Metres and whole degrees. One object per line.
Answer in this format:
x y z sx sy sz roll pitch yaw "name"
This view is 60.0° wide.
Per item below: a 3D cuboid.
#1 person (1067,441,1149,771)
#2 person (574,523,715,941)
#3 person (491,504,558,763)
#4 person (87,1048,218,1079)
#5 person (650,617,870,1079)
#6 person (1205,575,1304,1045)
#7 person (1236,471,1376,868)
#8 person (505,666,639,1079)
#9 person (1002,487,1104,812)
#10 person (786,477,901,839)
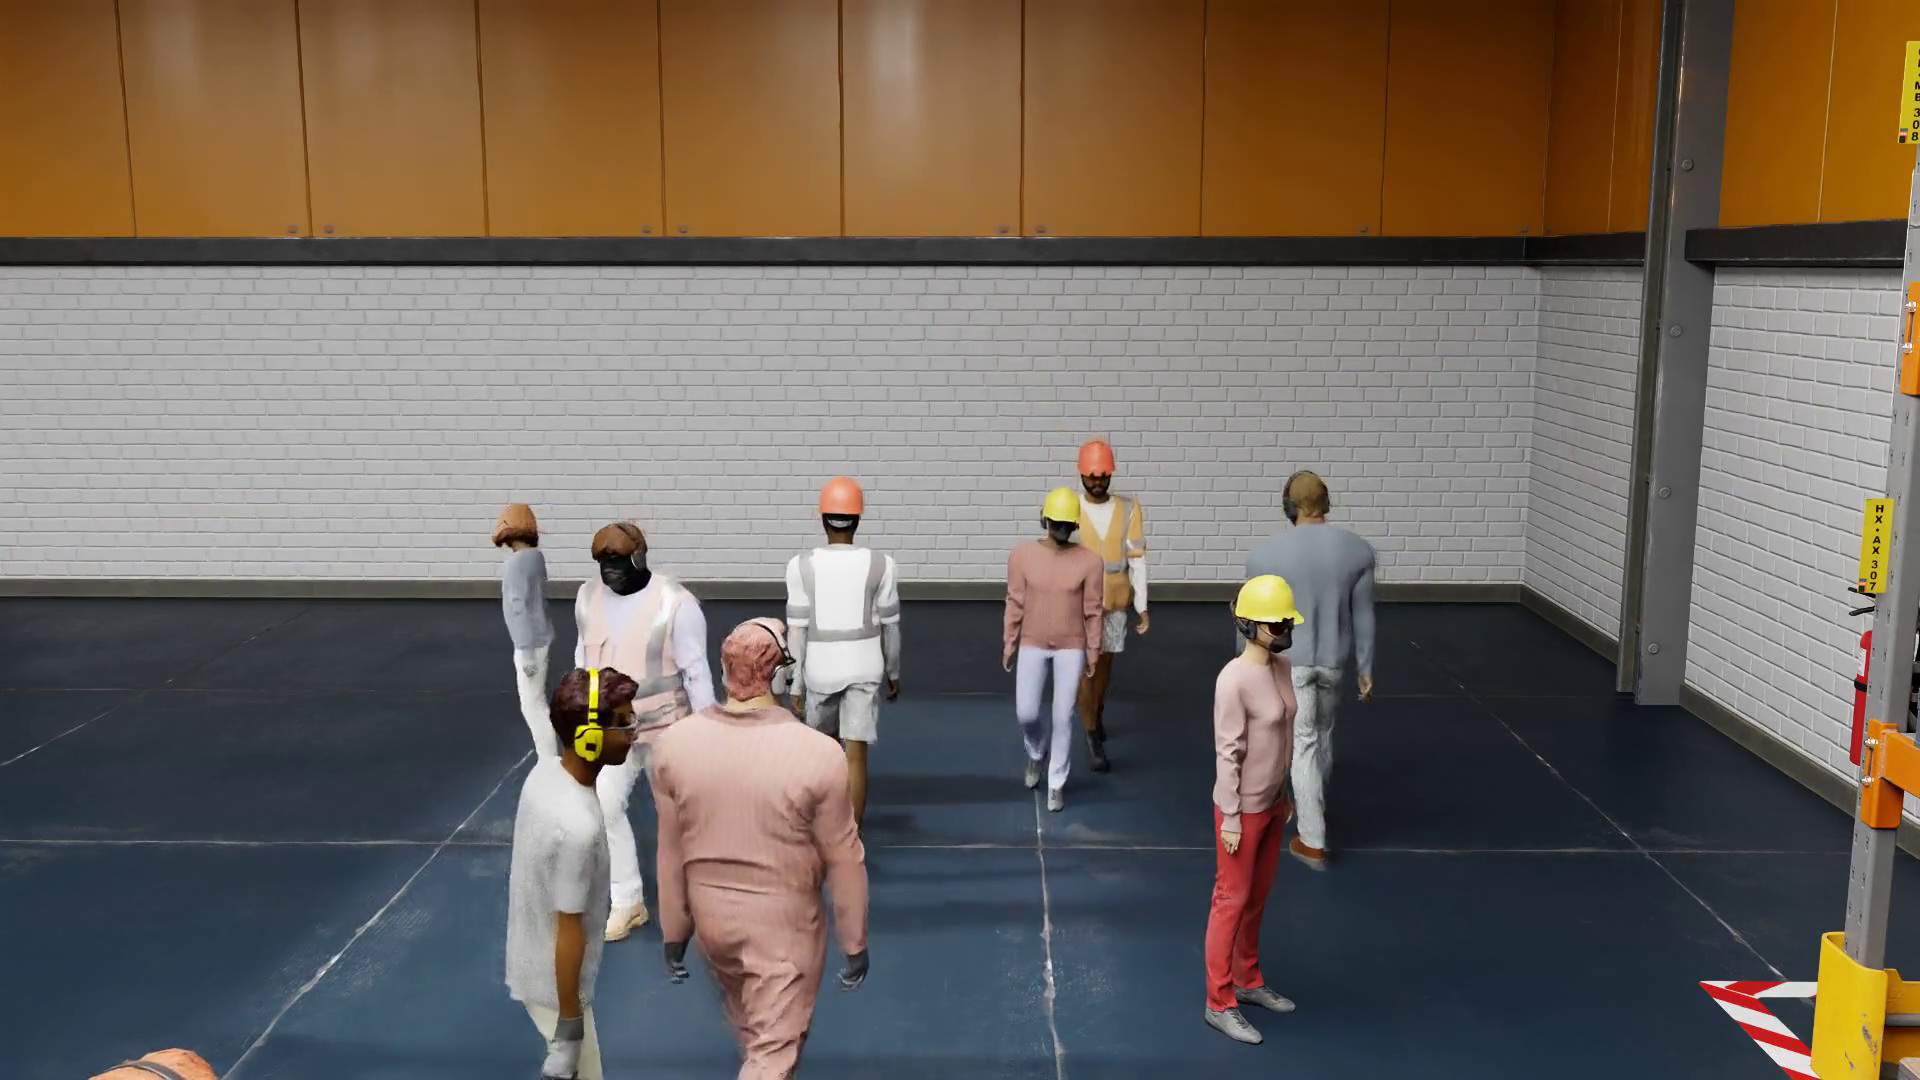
0.817 0.350 9.847 0.546 1.890 0.996 -1 10 -8 "person"
-1.385 0.827 7.194 0.752 1.807 0.712 3 10 18 "person"
-2.373 0.614 9.123 0.385 1.596 0.654 0 9 -2 "person"
-1.080 1.608 2.308 0.574 1.884 0.356 2 10 13 "person"
-0.613 1.162 5.041 0.655 1.869 0.958 4 10 22 "person"
1.134 0.999 6.310 0.316 1.767 0.535 6 11 34 "person"
1.679 0.600 8.273 0.650 1.900 0.870 -2 10 -10 "person"
-1.157 1.250 4.598 0.568 1.838 0.547 -4 10 -23 "person"
0.499 0.572 8.908 0.541 1.744 0.410 1 10 5 "person"
-0.565 0.628 8.195 0.553 1.869 1.072 0 9 -2 "person"
